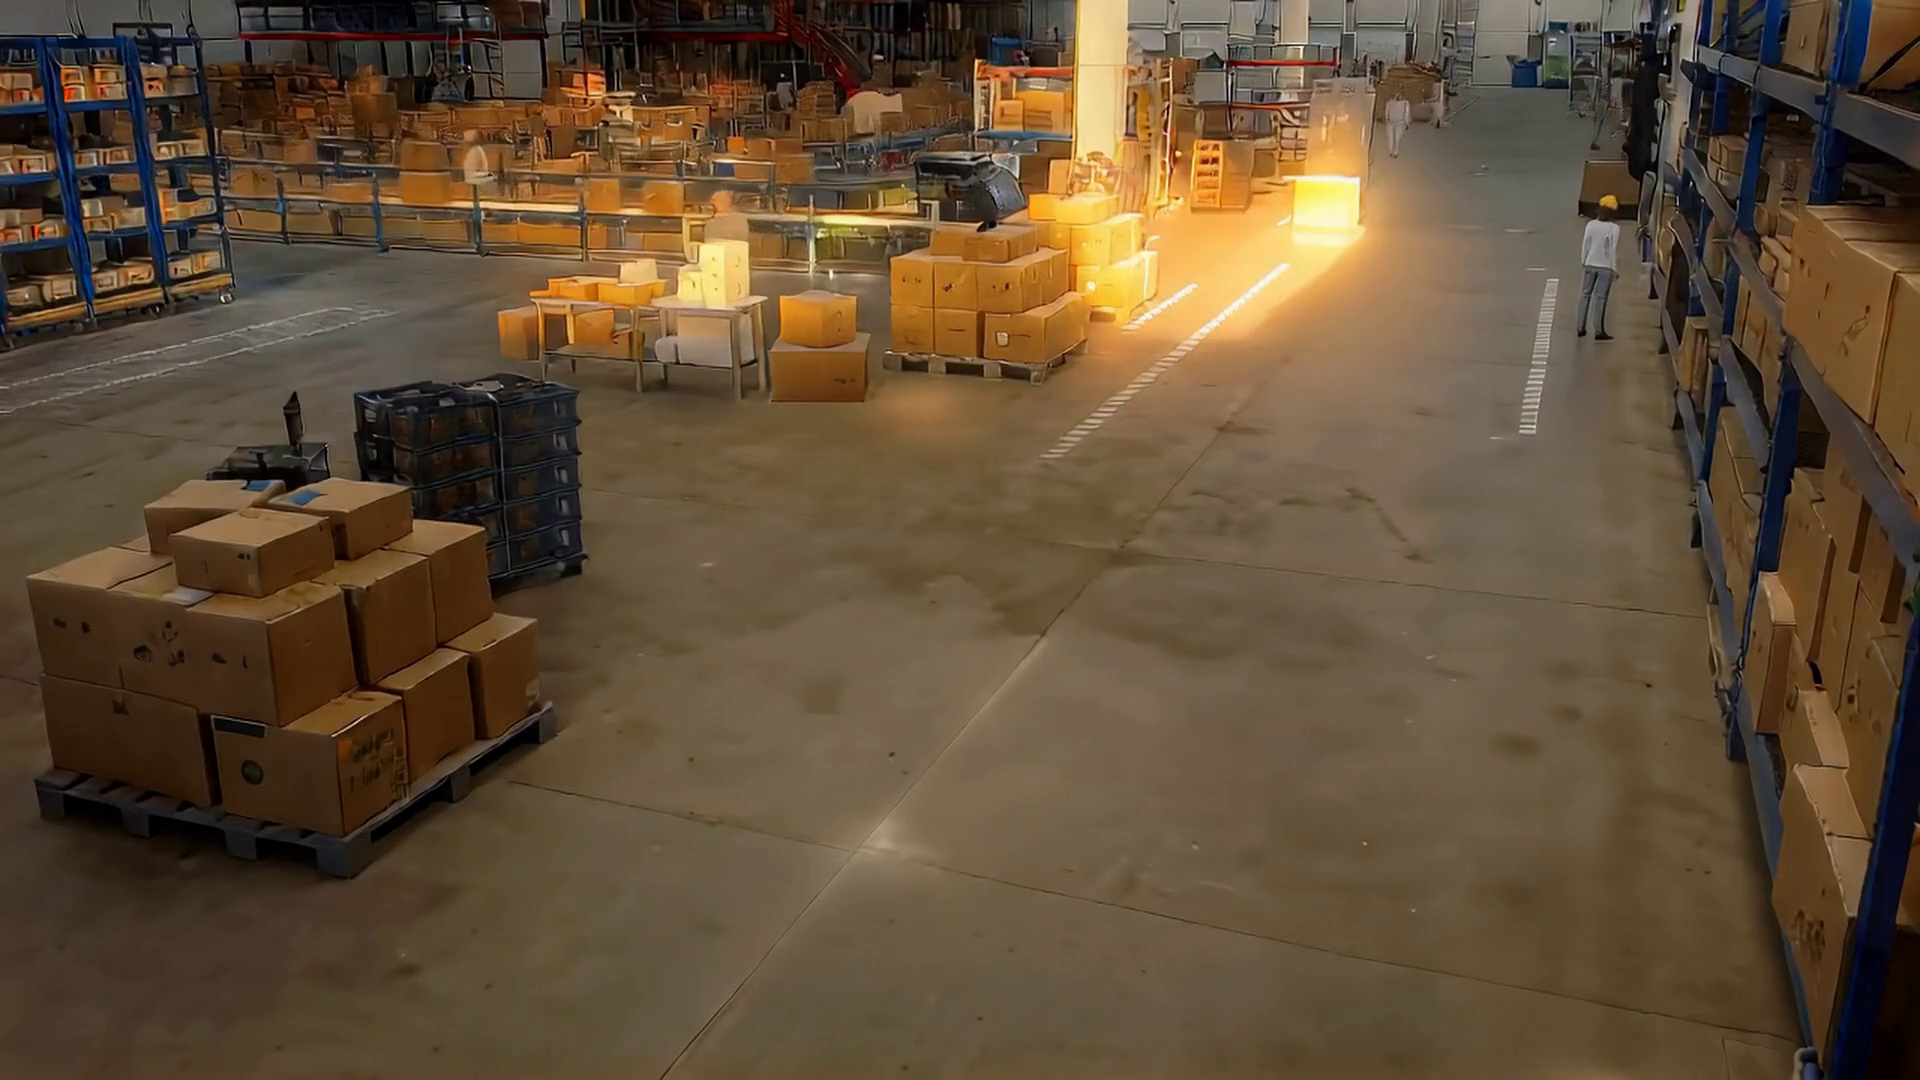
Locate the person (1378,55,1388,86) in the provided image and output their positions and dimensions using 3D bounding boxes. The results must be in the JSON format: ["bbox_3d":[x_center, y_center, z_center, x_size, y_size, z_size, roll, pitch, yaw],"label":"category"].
[{"bbox_3d":[19.874,-21.973,78.772,0.843,1.903,0.638,-6,19,-18],"label":"person"}]

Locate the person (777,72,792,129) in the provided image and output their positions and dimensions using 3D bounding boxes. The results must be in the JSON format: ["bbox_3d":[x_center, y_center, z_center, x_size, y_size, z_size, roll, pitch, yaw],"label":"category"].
[{"bbox_3d":[-6.062,-15.088,57.145,0.624,1.904,0.685,-9,20,-27],"label":"person"}]

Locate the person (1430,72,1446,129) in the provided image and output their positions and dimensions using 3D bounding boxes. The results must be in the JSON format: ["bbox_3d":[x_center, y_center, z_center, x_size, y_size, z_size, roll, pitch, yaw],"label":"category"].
[{"bbox_3d":[16.407,-15.017,56.913,0.433,1.906,0.622,-2,18,-6],"label":"person"}]

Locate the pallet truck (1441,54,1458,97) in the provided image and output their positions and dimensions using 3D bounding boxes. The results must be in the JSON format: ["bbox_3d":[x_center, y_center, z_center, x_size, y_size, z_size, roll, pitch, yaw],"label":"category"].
[{"bbox_3d":[22.765,-21.886,78.355,0.823,1.965,1.885,-4,18,-14],"label":"pallet truck"}]

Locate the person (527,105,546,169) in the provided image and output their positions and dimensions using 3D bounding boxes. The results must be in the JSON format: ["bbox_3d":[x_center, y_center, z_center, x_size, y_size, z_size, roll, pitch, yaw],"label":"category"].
[{"bbox_3d":[-10.803,-10.250,42.404,0.495,1.625,0.282,6,19,19],"label":"person"}]

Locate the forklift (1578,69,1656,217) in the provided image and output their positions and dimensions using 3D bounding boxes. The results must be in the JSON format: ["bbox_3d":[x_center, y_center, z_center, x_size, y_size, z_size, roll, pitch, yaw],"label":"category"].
[{"bbox_3d":[13.219,-7.740,32.475,1.873,2.768,1.129,6,19,18],"label":"forklift"}]

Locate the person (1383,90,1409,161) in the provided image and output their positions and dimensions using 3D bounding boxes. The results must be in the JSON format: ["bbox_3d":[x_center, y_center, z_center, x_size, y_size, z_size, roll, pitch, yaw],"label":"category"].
[{"bbox_3d":[11.911,-11.348,45.460,0.656,1.876,0.903,7,19,20],"label":"person"}]

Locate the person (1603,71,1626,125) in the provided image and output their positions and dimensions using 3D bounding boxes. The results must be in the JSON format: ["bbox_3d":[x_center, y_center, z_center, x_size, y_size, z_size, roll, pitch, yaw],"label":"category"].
[{"bbox_3d":[23.390,-15.763,59.310,0.636,1.894,1.031,-13,22,-35],"label":"person"}]

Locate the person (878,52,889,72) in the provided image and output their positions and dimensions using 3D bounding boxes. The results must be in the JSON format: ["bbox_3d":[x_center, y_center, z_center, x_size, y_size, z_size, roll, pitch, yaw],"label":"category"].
[{"bbox_3d":[-3.824,-23.280,82.831,0.543,1.939,0.360,-5,18,-15],"label":"person"}]

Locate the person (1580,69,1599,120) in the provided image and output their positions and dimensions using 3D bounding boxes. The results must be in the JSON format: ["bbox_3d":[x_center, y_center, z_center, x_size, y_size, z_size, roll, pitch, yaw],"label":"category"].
[{"bbox_3d":[23.644,-16.692,62.269,0.523,1.855,0.699,-7,19,-22],"label":"person"}]

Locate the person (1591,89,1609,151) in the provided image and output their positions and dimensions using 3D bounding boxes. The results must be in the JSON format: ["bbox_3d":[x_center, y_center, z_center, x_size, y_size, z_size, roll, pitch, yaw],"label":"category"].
[{"bbox_3d":[18.609,-12.198,48.307,0.343,1.756,0.518,2,18,6],"label":"person"}]

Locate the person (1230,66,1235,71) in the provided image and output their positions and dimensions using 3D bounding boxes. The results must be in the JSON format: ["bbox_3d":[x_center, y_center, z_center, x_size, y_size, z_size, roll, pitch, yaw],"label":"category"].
[{"bbox_3d":[10.206,-16.812,62.462,0.603,1.966,0.367,-2,18,-7],"label":"person"}]

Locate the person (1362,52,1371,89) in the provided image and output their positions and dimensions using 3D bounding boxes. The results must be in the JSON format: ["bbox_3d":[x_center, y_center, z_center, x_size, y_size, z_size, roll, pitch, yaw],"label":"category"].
[{"bbox_3d":[21.249,-24.590,87.040,0.355,1.883,0.575,14,22,37],"label":"person"}]

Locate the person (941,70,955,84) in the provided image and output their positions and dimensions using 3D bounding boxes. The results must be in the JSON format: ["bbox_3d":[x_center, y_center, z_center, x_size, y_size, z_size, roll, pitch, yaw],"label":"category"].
[{"bbox_3d":[-0.556,-16.810,62.764,0.581,1.780,0.868,-13,22,-36],"label":"person"}]

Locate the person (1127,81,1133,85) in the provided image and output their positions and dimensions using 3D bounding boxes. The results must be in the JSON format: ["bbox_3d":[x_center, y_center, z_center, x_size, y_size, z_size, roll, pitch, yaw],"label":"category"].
[{"bbox_3d":[7.898,-21.774,78.200,0.929,1.885,0.591,-6,19,-19],"label":"person"}]

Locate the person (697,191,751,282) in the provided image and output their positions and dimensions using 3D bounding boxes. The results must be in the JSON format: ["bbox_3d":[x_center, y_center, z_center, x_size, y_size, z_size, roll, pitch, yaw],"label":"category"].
[{"bbox_3d":[-2.919,-3.231,19.929,0.864,1.872,0.680,13,22,36],"label":"person"}]

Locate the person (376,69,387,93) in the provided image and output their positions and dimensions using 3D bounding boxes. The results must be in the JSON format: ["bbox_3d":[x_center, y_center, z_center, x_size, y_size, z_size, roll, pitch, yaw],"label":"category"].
[{"bbox_3d":[-22.663,-17.577,65.256,0.508,1.725,0.470,7,19,21],"label":"person"}]

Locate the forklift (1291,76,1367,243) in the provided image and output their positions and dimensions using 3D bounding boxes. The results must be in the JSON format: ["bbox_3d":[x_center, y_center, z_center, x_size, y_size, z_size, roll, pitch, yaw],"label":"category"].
[{"bbox_3d":[6.598,-6.755,29.381,1.129,2.768,1.873,6,19,19],"label":"forklift"}]

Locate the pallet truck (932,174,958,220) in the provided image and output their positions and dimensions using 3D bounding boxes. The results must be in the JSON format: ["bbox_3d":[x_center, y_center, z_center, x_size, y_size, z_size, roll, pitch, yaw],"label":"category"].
[{"bbox_3d":[-0.507,-5.292,27.348,0.653,1.274,1.630,6,19,19],"label":"pallet truck"}]

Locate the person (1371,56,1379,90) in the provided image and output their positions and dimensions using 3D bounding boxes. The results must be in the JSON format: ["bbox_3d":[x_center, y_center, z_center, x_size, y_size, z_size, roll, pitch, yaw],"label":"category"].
[{"bbox_3d":[19.484,-21.733,78.060,0.355,1.885,0.576,-3,18,-8],"label":"person"}]

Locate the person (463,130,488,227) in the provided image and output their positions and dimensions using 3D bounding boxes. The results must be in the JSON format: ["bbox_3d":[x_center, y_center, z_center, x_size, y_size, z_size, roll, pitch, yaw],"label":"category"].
[{"bbox_3d":[-9.025,-6.707,30.958,0.442,1.813,0.616,1,18,3],"label":"person"}]

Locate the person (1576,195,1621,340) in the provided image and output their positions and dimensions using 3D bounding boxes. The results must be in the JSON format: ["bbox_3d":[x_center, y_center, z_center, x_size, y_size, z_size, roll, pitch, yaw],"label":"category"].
[{"bbox_3d":[7.892,-3.357,20.509,0.309,1.772,0.525,-11,21,-31],"label":"person"}]

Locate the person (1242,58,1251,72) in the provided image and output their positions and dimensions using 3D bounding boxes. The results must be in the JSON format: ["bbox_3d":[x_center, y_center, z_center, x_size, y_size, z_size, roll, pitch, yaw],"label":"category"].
[{"bbox_3d":[13.356,-21.422,77.057,0.992,1.893,0.635,-5,18,-14],"label":"person"}]
